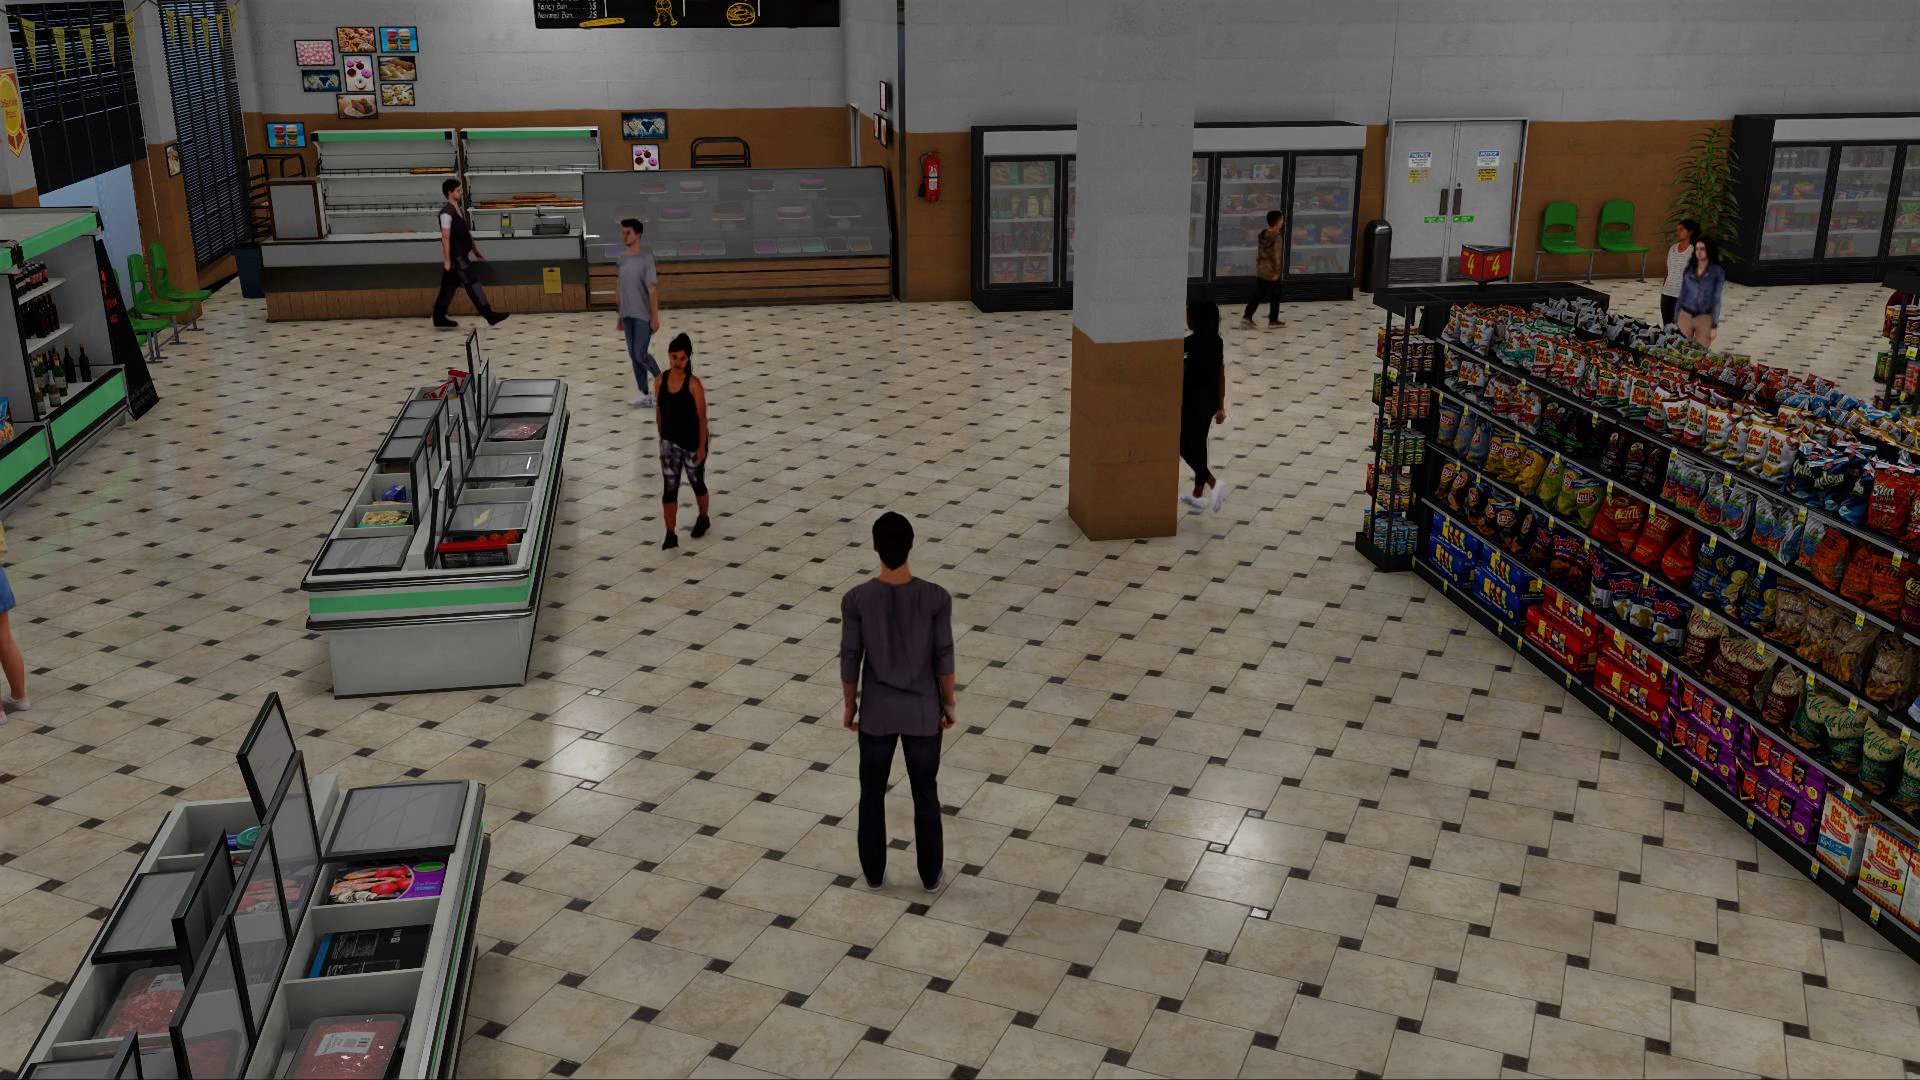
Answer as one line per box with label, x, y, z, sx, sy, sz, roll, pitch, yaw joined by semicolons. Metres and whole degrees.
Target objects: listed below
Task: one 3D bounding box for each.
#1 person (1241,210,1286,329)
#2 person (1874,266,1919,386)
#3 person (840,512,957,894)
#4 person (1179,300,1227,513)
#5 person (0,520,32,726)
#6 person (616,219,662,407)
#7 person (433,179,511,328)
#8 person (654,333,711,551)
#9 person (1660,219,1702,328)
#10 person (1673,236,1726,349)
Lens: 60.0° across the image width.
person;3.744;-3.311;20.454;0.801;1.439;0.835;-11;22;-30
person;10.012;-2.286;17.701;0.637;1.256;0.588;15;24;38
person;-0.276;0.771;7.703;0.723;1.852;0.619;0;19;1
person;1.937;-1.036;13.266;0.853;1.722;1.038;-11;22;-31
person;-5.643;0.265;9.547;0.773;1.633;0.630;4;19;11
person;-3.160;-2.260;16.704;0.859;1.845;0.923;14;23;35
person;-6.233;-3.442;20.274;0.771;1.802;1.137;-2;19;-6
person;-2.068;-0.768;12.610;0.853;1.633;1.075;6;20;18
person;7.951;-2.726;18.397;0.664;1.645;0.512;-8;20;-21
person;7.281;-2.097;16.357;0.932;1.757;0.941;-15;24;-38
